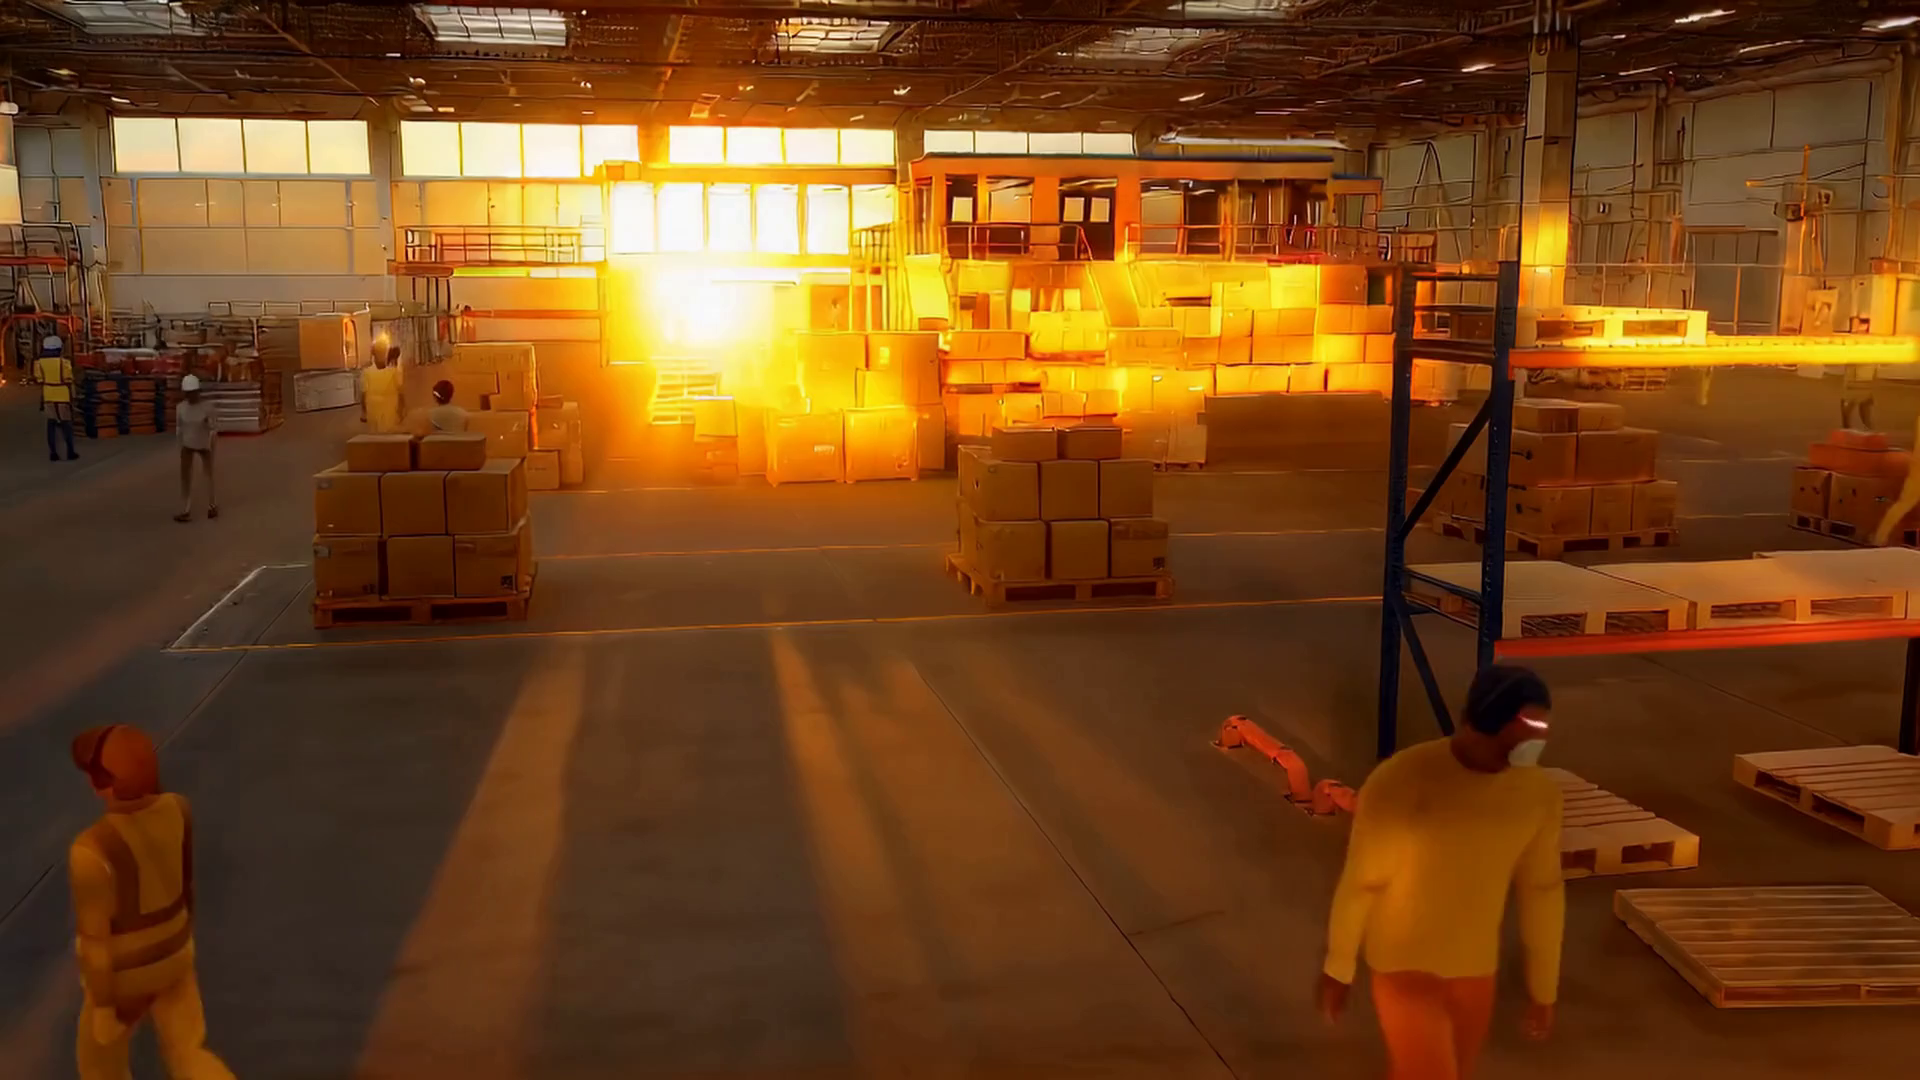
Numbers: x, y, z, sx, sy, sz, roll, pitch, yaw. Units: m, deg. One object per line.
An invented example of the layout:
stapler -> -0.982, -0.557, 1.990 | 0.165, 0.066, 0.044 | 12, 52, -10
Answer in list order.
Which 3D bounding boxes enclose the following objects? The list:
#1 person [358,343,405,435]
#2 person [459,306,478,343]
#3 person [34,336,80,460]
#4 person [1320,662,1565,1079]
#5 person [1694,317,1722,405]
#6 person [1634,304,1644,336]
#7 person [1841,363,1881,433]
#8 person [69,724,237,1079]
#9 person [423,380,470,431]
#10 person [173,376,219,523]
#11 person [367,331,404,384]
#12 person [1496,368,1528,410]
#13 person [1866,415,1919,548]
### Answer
person -> -8.294, -1.853, 23.805 | 0.607, 1.920, 0.958 | -1, 9, -5
person -> -14.803, -6.125, 50.104 | 0.520, 1.844, 0.331 | 0, 9, -2
person -> -14.078, -2.205, 25.930 | 0.545, 1.938, 0.360 | -2, 10, -13
person -> 1.418, 1.268, 4.866 | 0.672, 1.898, 0.524 | -3, 10, -20
person -> 16.390, -3.911, 36.420 | 0.548, 1.900, 0.862 | 7, 12, 38
person -> 20.383, -6.169, 50.230 | 0.630, 1.895, 1.028 | -2, 9, -10
person -> 14.705, -2.354, 27.180 | 0.641, 1.828, 0.579 | -1, 9, -4
person -> -2.514, 1.357, 5.216 | 0.745, 1.610, 0.523 | 2, 10, 12
person -> -5.456, -0.794, 17.708 | 0.542, 1.821, 0.982 | -8, 12, -40
person -> -8.994, -1.059, 19.577 | 0.538, 1.720, 0.891 | -1, 9, -5
person -> -10.393, -2.843, 30.048 | 0.615, 1.861, 1.025 | -1, 9, -6
person -> 8.350, -2.050, 25.268 | 0.518, 1.850, 0.743 | -3, 10, -16
person -> 9.834, -0.688, 16.886 | 0.629, 1.886, 1.084 | -7, 12, -37
